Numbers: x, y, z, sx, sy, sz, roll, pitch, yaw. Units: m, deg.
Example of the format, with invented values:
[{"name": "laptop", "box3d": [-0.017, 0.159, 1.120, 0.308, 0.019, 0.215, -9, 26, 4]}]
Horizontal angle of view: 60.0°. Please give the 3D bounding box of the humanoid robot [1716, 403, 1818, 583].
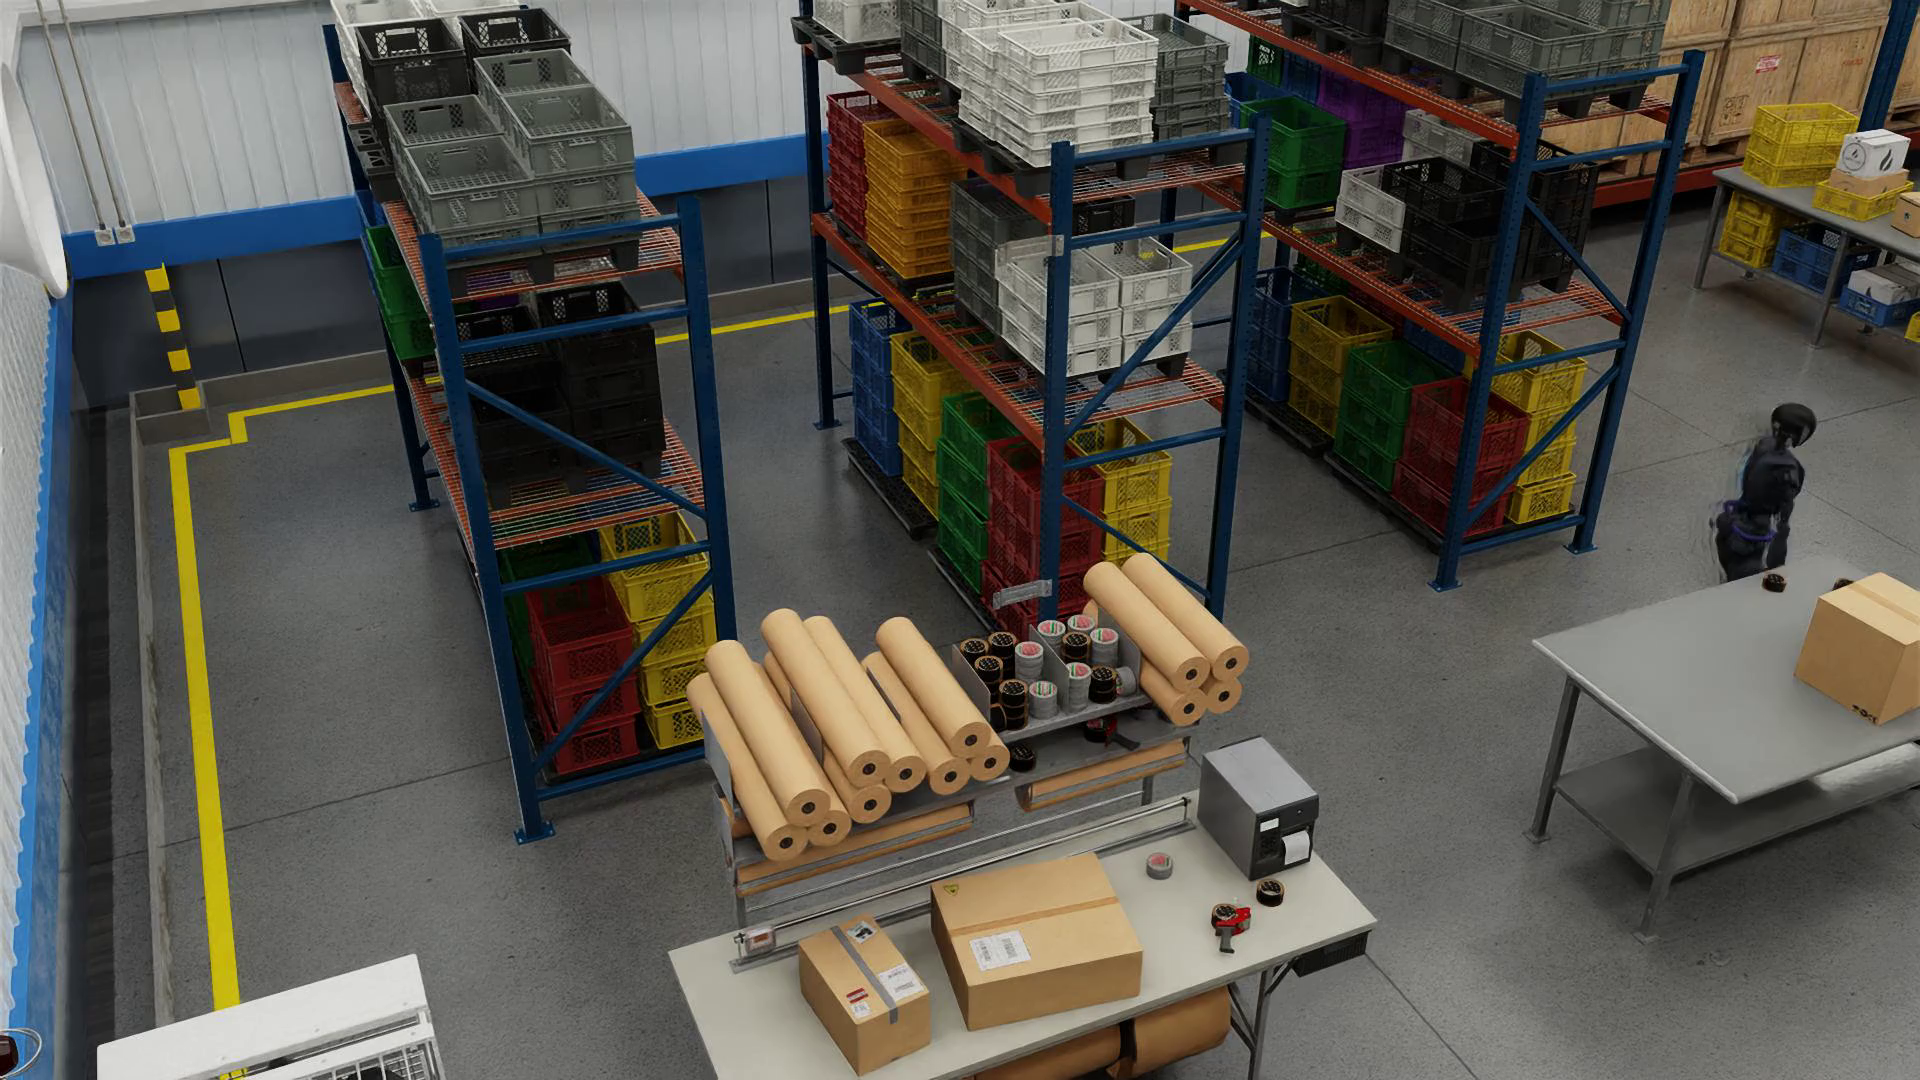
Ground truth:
[{"name": "humanoid robot", "box3d": [4.031, 0.033, 8.578, 0.398, 1.646, 0.609, 4, 32, 6]}]
